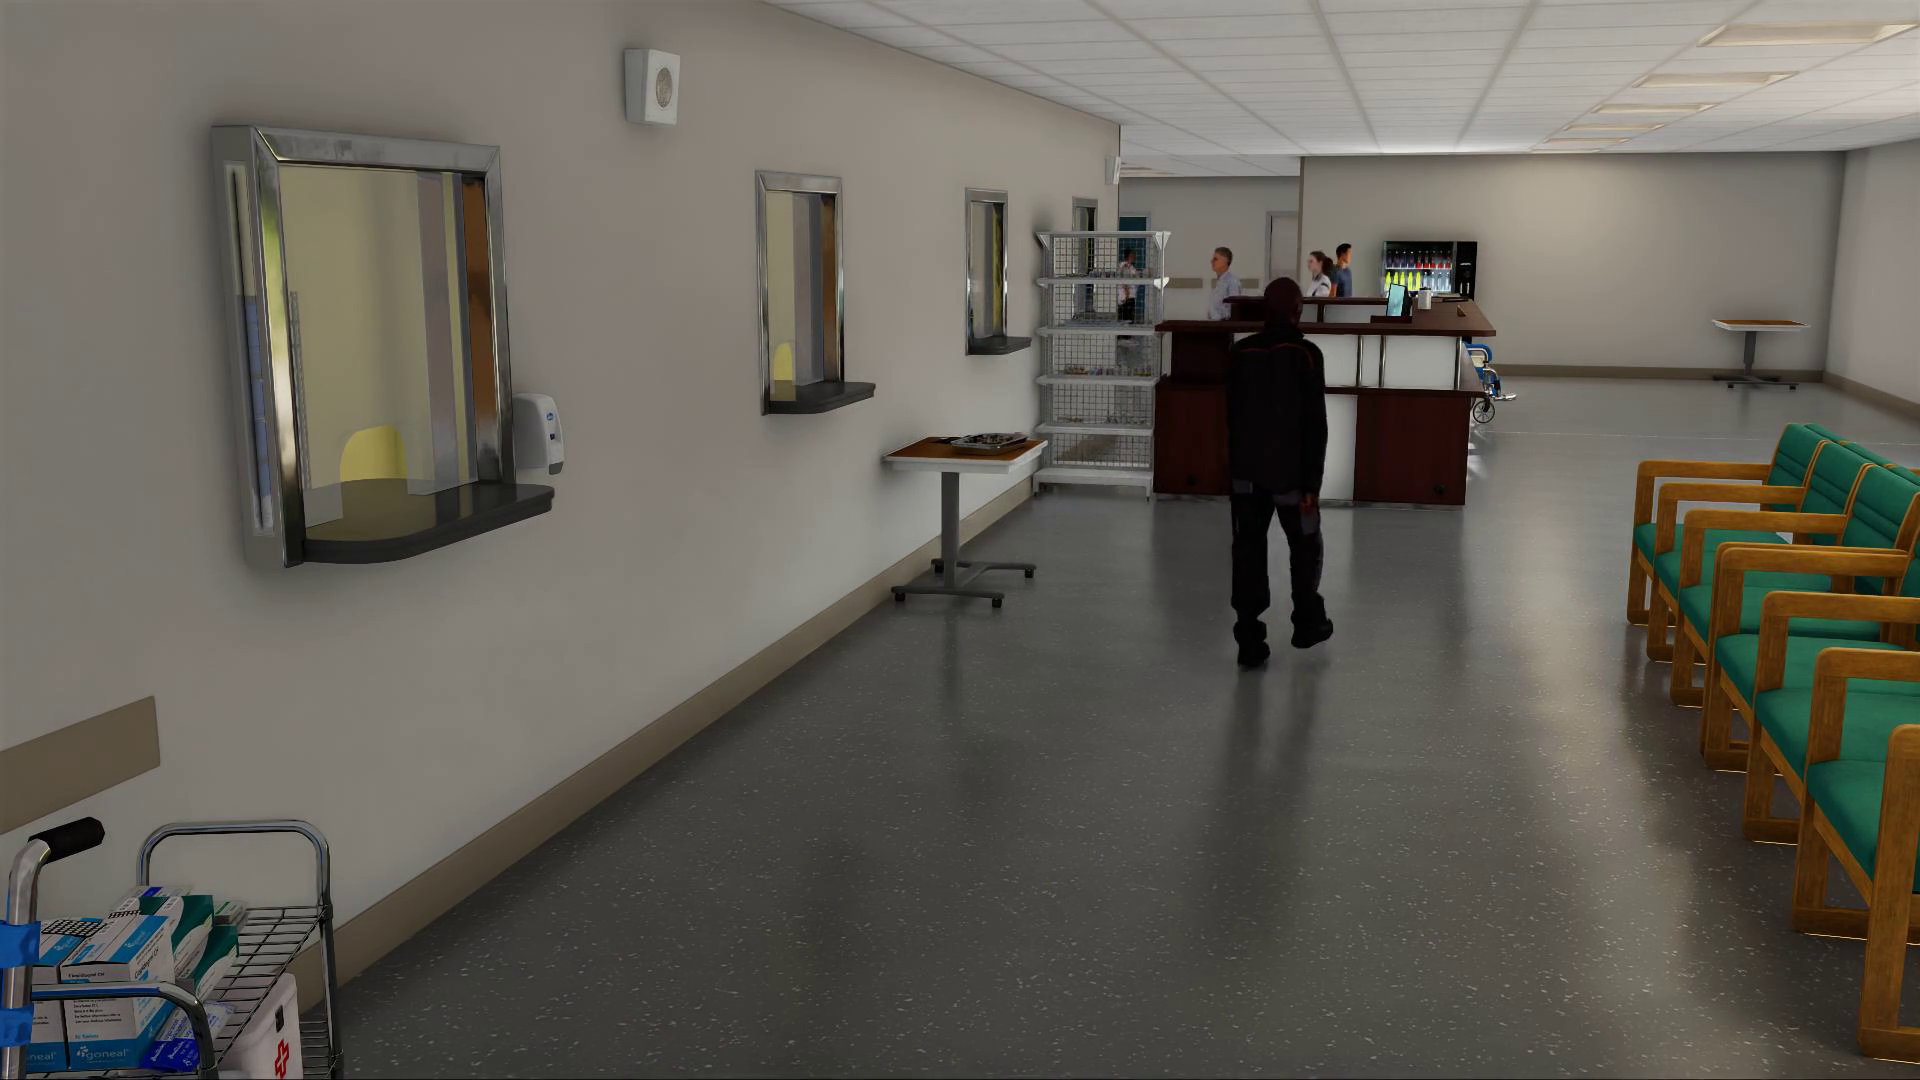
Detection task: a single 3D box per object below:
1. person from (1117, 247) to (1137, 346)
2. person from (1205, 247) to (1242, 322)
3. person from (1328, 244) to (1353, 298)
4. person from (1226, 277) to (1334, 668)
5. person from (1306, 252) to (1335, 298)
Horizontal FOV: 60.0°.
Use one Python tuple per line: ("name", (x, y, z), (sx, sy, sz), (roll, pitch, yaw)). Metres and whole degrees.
("person", (2.893, -4.236, 28.861), (0.725, 1.667, 0.794), (3, 11, 15))
("person", (3.038, -2.341, 18.565), (1.204, 1.783, 1.002), (-2, 11, -13))
("person", (5.010, -3.068, 22.474), (1.315, 1.753, 1.084), (10, 15, 43))
("person", (1.412, -0.298, 7.738), (0.961, 1.806, 0.901), (6, 12, 28))
("person", (4.273, -2.462, 19.386), (1.082, 1.716, 0.917), (-4, 11, -18))
